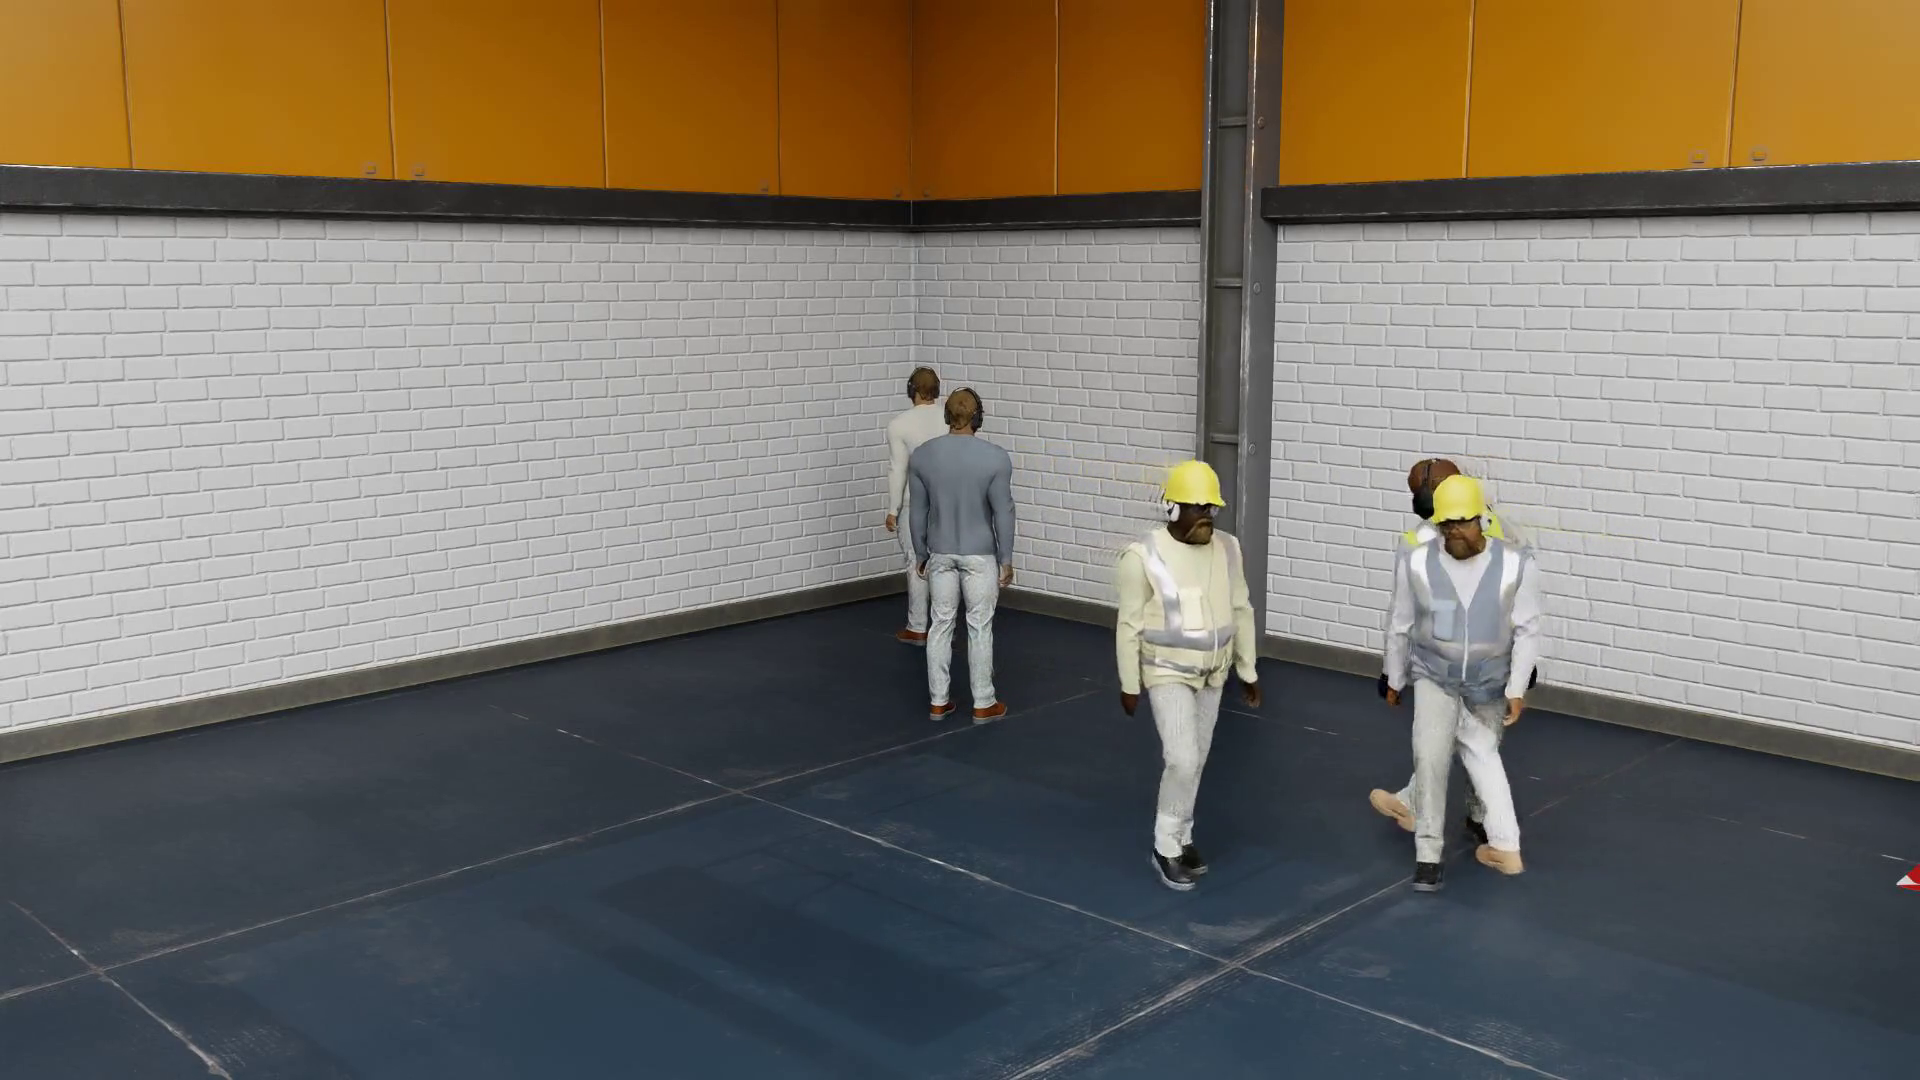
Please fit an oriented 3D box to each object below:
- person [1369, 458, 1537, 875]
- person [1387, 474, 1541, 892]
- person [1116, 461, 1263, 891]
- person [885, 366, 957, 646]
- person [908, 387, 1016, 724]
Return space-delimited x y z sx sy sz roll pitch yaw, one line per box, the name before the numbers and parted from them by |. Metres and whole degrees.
person | 2.181 0.532 7.398 0.635 1.766 0.991 -6 11 -31
person | 2.175 0.568 7.222 0.620 1.771 0.870 2 10 14
person | 0.990 0.569 7.036 0.604 1.812 0.570 -6 11 -32
person | -0.237 -0.237 11.576 0.635 1.937 0.355 -6 11 -32
person | 0.019 0.092 9.561 0.636 1.939 0.362 3 10 20
